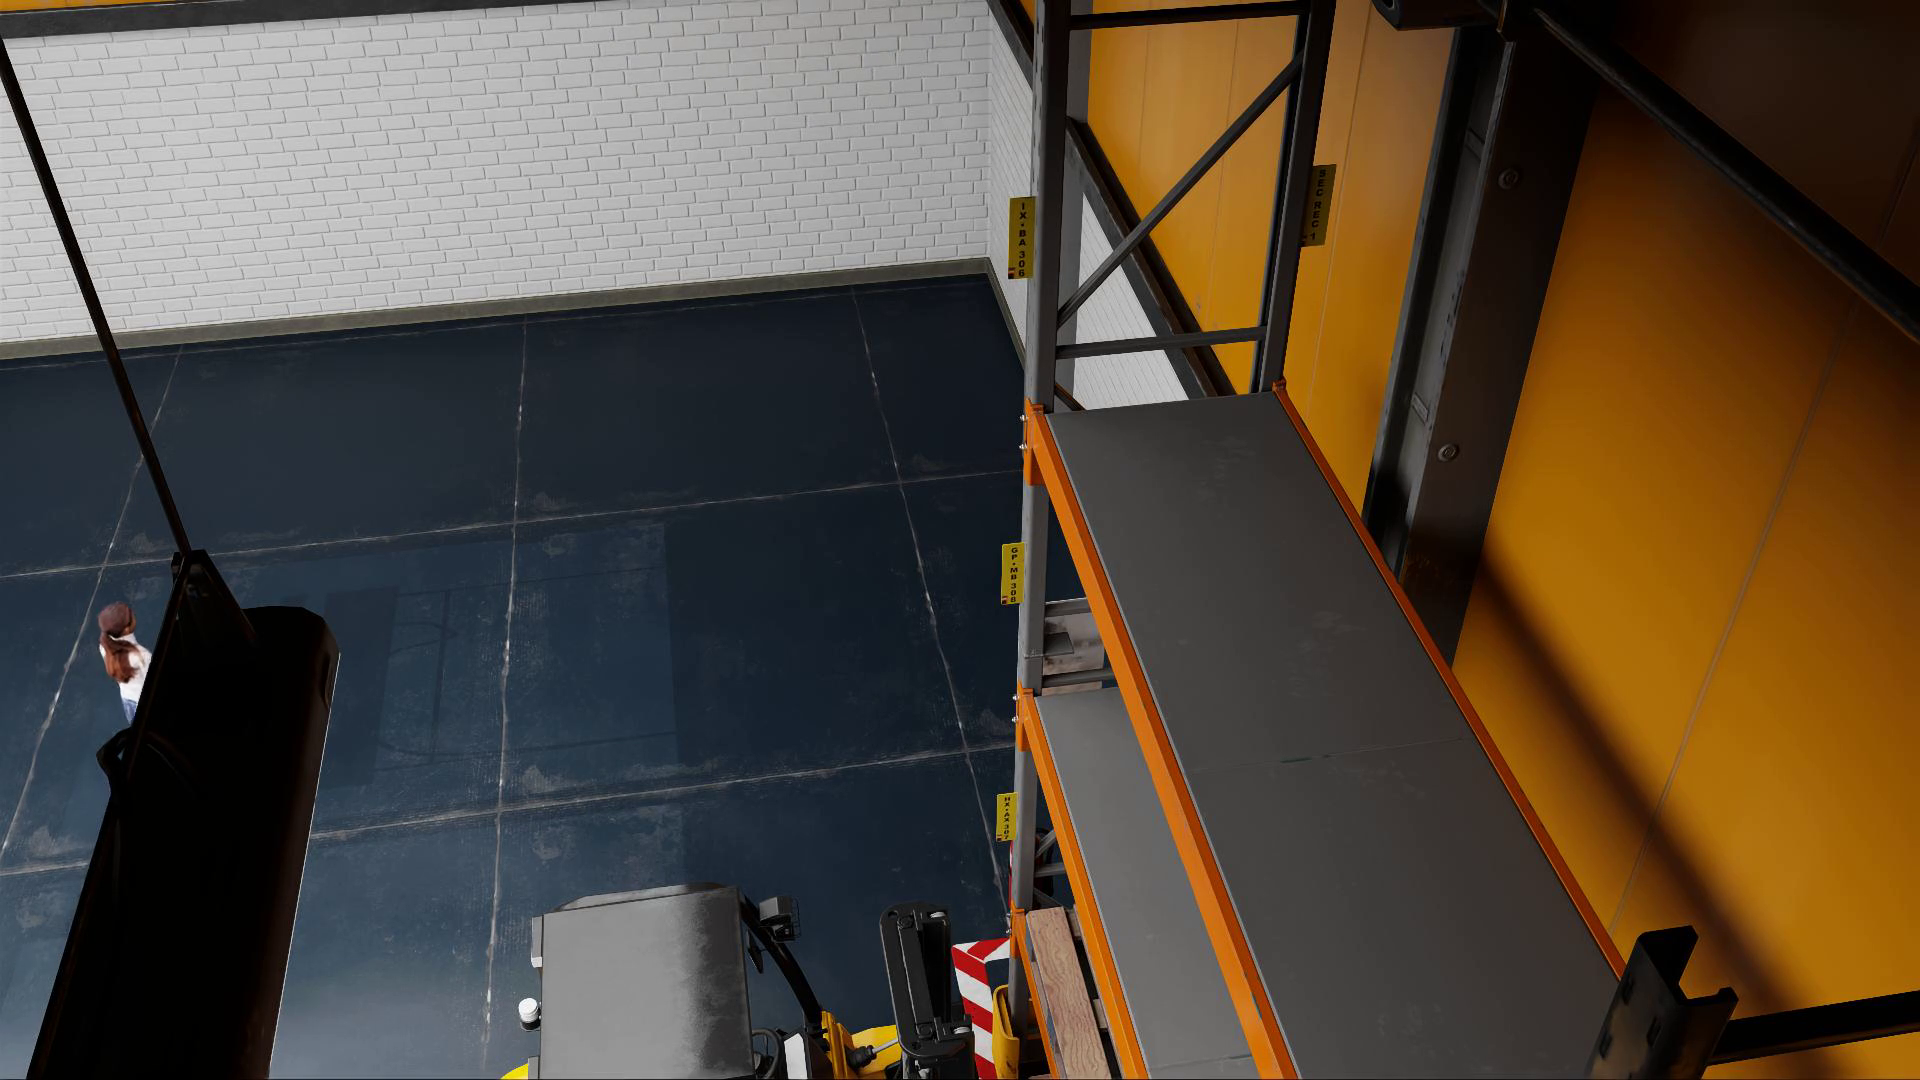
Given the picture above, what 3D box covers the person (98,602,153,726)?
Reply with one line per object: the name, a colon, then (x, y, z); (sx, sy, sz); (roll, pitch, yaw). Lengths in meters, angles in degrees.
person: (-4.985, 1.043, 10.100); (0.736, 1.537, 0.993); (8, 39, 9)
